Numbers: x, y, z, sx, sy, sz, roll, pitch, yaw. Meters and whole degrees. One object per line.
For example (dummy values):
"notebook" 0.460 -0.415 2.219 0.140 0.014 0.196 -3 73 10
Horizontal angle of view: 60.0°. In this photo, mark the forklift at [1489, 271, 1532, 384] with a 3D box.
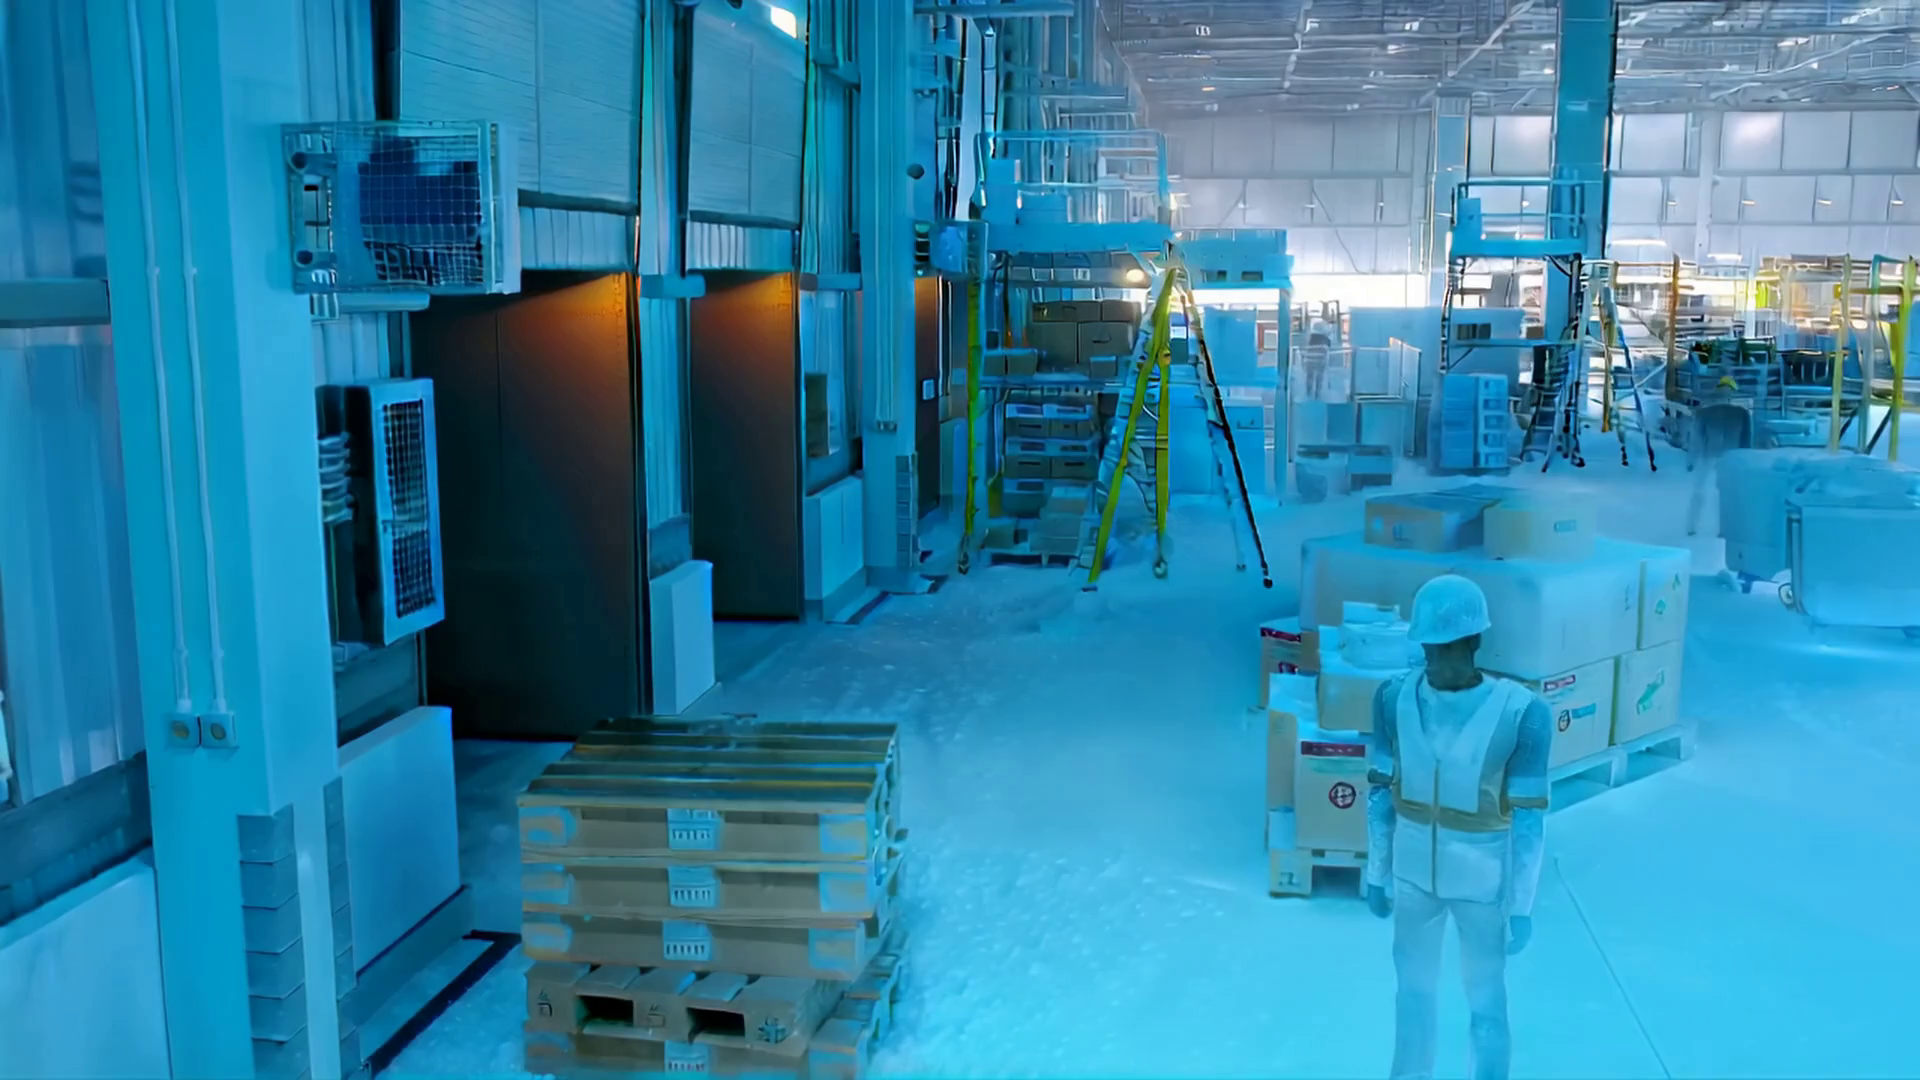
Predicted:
"forklift" 13.422 -5.322 41.591 1.873 2.768 1.129 1 9 9

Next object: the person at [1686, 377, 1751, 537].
"person" 8.055 -0.842 17.552 0.736 1.721 0.501 7 11 36

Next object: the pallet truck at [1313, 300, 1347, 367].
"pallet truck" 11.159 -6.200 49.718 0.823 1.965 1.885 4 10 26

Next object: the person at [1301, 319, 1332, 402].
"person" 7.225 -3.545 33.729 0.598 1.870 0.410 3 10 18

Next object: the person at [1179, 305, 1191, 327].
"person" 6.028 -5.317 44.504 0.390 1.927 0.546 4 10 24

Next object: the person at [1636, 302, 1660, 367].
"person" 20.151 -6.004 48.805 0.635 1.909 0.867 6 11 32

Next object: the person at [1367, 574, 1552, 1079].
"person" 1.537 1.052 5.242 0.584 1.920 0.394 7 12 39
